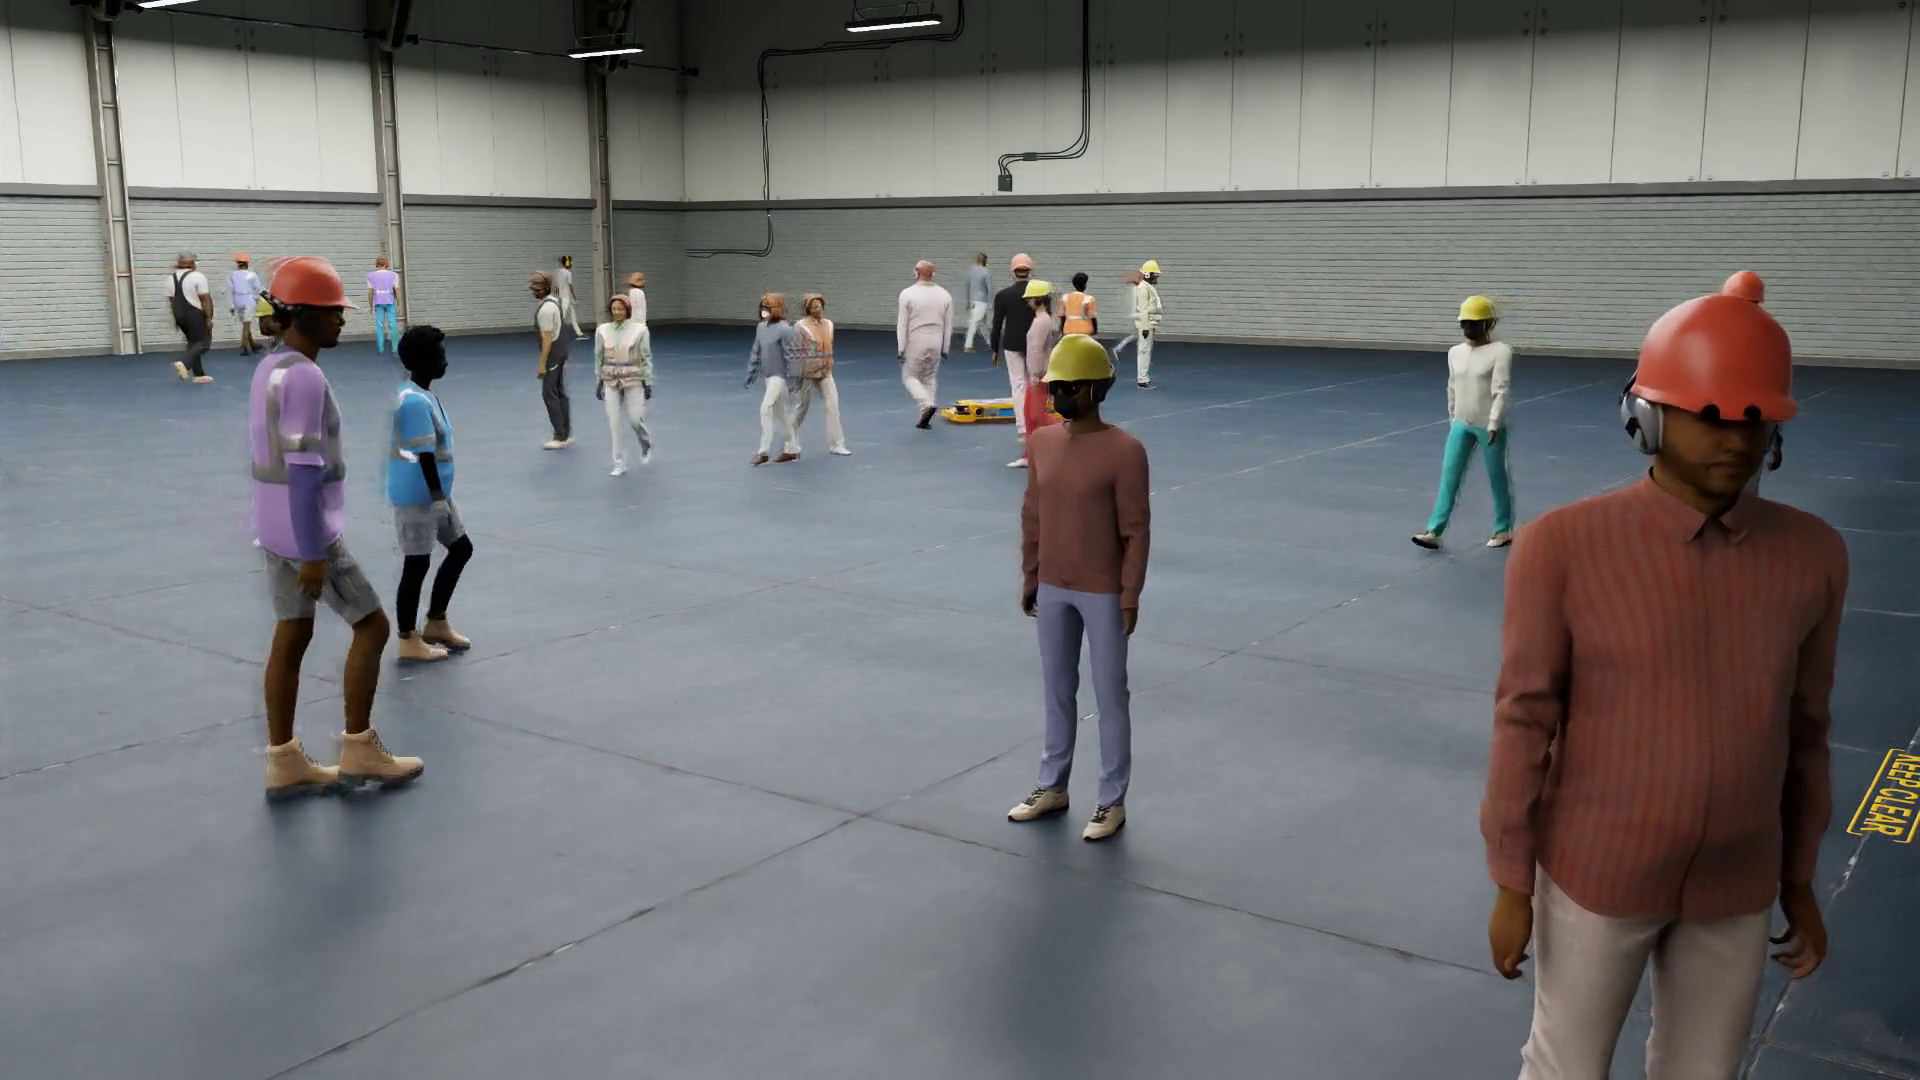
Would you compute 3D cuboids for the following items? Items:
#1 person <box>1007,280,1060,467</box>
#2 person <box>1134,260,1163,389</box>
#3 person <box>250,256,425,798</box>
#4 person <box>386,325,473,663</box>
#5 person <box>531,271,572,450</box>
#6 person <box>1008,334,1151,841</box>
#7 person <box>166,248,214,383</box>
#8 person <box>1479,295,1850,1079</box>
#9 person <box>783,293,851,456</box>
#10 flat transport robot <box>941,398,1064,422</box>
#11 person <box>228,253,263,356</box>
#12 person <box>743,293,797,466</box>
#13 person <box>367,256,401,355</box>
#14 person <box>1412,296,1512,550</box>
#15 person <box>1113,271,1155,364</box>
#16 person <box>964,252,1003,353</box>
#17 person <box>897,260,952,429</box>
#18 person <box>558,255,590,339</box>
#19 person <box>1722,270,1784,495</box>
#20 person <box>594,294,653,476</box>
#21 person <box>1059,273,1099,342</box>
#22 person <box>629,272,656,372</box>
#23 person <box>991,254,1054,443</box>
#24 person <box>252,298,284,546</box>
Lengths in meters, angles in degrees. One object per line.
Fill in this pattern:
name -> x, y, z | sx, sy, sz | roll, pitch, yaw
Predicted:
person -> 0.787, -1.514, 15.289 | 0.635, 1.746, 0.529 | 0, 10, 0
person -> 2.700, -3.077, 23.811 | 0.404, 1.828, 0.603 | 2, 10, 13
person -> -2.341, -0.040, 6.257 | 0.719, 2.020, 0.646 | -7, 12, -33
person -> -2.610, -0.214, 8.210 | 0.484, 1.683, 0.540 | -2, 10, -9
person -> -4.146, -1.829, 16.924 | 0.324, 1.813, 0.700 | -1, 10, -7
person -> 0.419, 0.166, 5.826 | 0.526, 1.769, 0.329 | 9, 13, 41
person -> -11.394, -3.321, 24.590 | 0.689, 2.000, 0.734 | 5, 11, 25
person -> 1.217, 0.579, 2.882 | 0.622, 1.990, 0.402 | -1, 10, -5
person -> -1.463, -1.645, 16.453 | 0.522, 1.594, 0.837 | -10, 14, -44
flat transport robot -> 0.556, -1.539, 19.566 | 1.431, 0.197, 0.652 | -3, 11, -17
person -> -13.289, -4.395, 31.028 | 0.567, 1.885, 0.997 | 1, 10, 6
person -> -1.818, -1.498, 15.590 | 0.726, 1.606, 0.513 | -7, 12, -34
person -> -10.709, -4.355, 30.951 | 0.564, 1.838, 0.390 | -3, 10, -14
person -> 3.455, -0.770, 11.208 | 0.923, 1.721, 0.541 | -8, 13, -39
person -> 3.020, -3.846, 28.745 | 0.677, 1.614, 0.508 | 1, 10, 5
person -> 0.453, -4.527, 31.754 | 1.015, 1.885, 0.632 | -7, 12, -34
person -> -0.388, -2.152, 18.467 | 0.660, 1.886, 0.547 | -6, 12, -28
person -> -8.479, -5.207, 35.798 | 0.990, 1.825, 0.541 | -7, 12, -34
person -> 4.499, -0.604, 9.709 | 0.552, 1.922, 0.474 | 7, 12, 34
person -> -3.017, -1.398, 14.995 | 0.526, 1.629, 0.458 | 1, 10, 7
person -> 1.683, -2.835, 22.892 | 0.550, 1.663, 0.749 | 6, 12, 31
person -> -5.239, -3.506, 26.820 | 0.565, 1.618, 0.504 | -6, 12, -29
person -> 0.643, -2.026, 17.578 | 0.644, 1.941, 1.027 | -1, 10, -3
person -> -4.701, -0.815, 11.421 | 0.644, 1.720, 0.516 | -7, 12, -33
